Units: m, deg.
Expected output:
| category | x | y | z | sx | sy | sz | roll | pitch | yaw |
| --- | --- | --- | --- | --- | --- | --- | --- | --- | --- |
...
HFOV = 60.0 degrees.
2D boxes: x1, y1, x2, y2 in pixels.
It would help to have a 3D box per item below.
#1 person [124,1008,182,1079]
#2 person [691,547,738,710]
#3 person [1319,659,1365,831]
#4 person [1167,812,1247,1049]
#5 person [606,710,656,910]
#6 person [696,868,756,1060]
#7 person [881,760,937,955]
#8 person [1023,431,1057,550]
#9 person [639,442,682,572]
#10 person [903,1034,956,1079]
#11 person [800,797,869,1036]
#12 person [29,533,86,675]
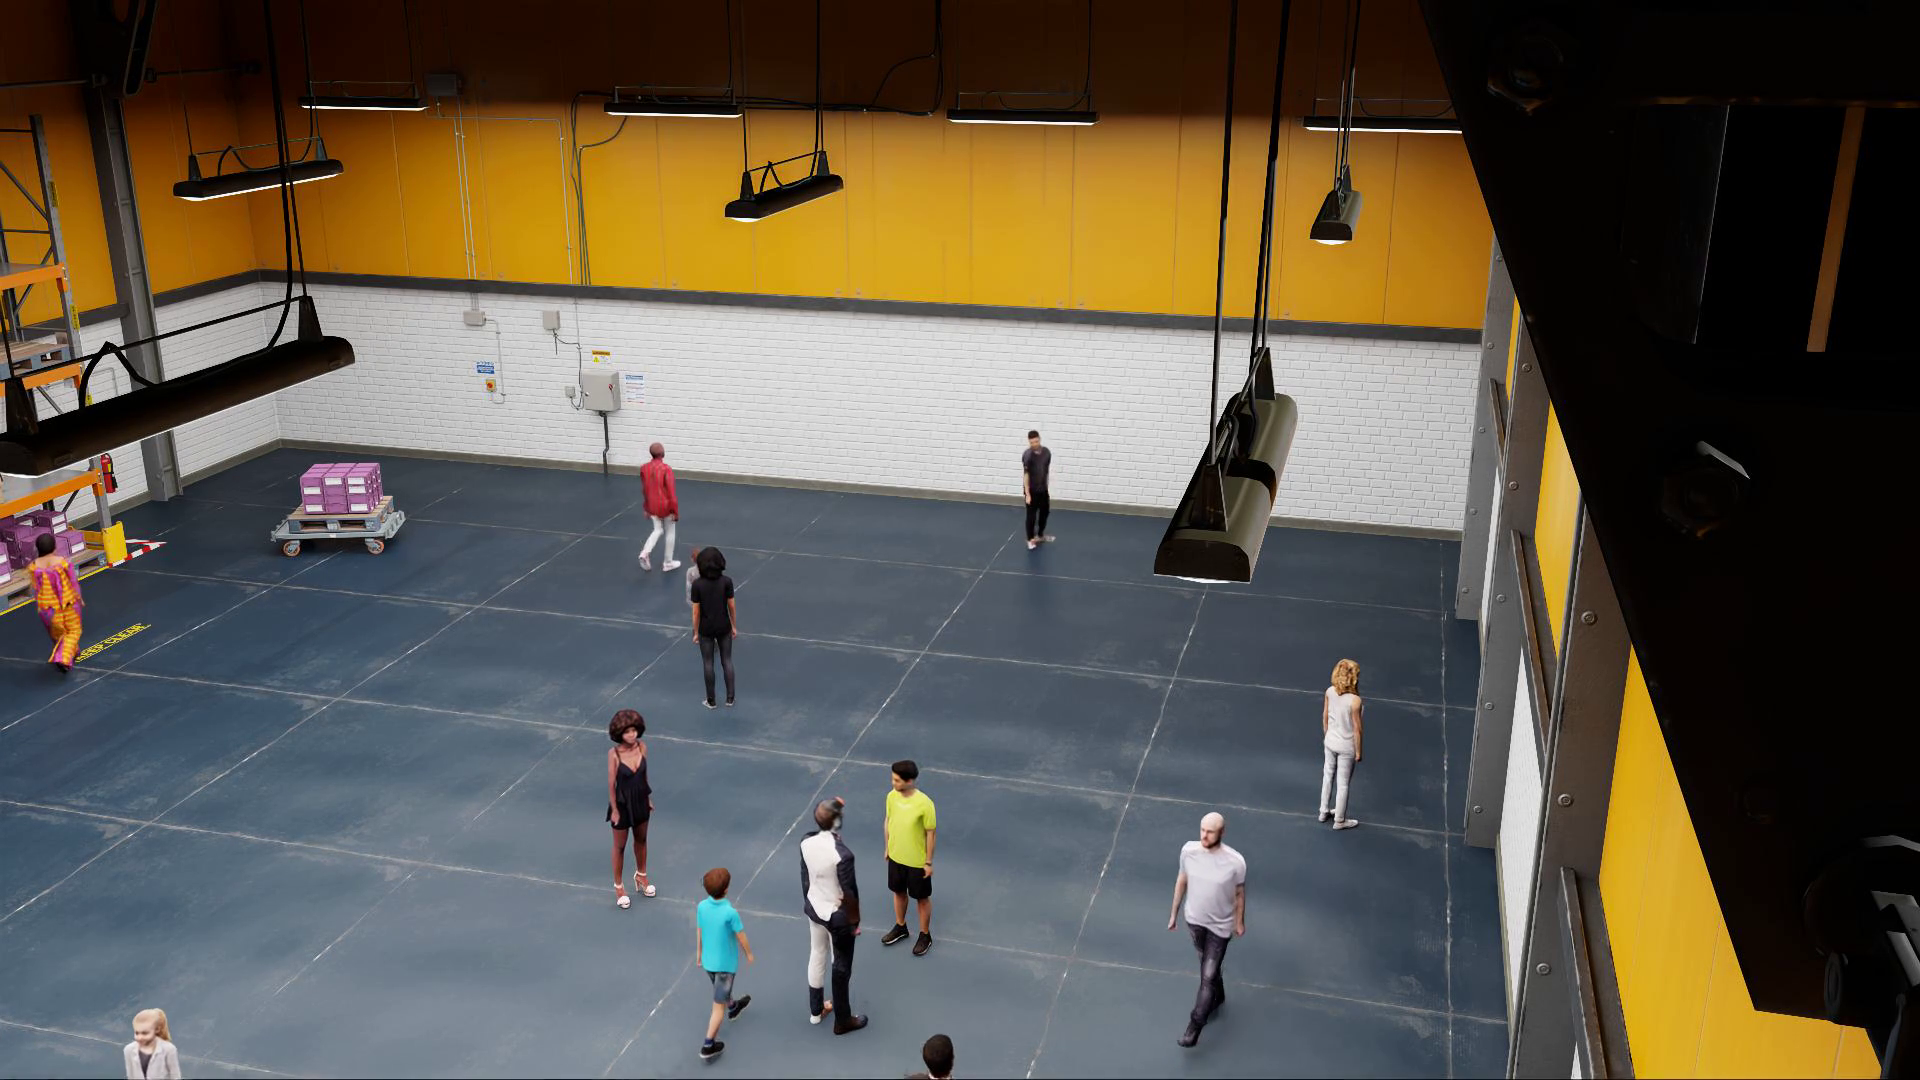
| category | x | y | z | sx | sy | sz | roll | pitch | yaw |
| --- | --- | --- | --- | --- | --- | --- | --- | --- | --- |
| person | -5.307 | 3.650 | 11.040 | 0.617 | 1.265 | 0.686 | -1 | 19 | -3 |
| person | -2.684 | 0.949 | 18.169 | 0.708 | 1.835 | 0.708 | -6 | 19 | -17 |
| person | 3.571 | 1.897 | 15.612 | 0.733 | 1.670 | 0.690 | -13 | 22 | -33 |
| person | 1.942 | 2.856 | 12.580 | 0.977 | 1.788 | 1.254 | 14 | 23 | 35 |
| person | -2.832 | 2.284 | 14.278 | 0.633 | 1.788 | 0.719 | -16 | 24 | -39 |
| person | -1.818 | 3.145 | 12.314 | 0.695 | 1.410 | 1.028 | 10 | 21 | 28 |
| person | -0.411 | 2.555 | 13.602 | 0.680 | 1.706 | 0.639 | 12 | 22 | 32 |
| person | 1.064 | -0.711 | 23.266 | 0.936 | 1.727 | 0.835 | 15 | 24 | 37 |
| person | -4.045 | -0.416 | 22.263 | 0.817 | 1.808 | 1.017 | 10 | 21 | 28 |
| person | -0.171 | 3.772 | 9.858 | 0.753 | 1.789 | 0.741 | 9 | 20 | 24 |
| person | -0.977 | 2.814 | 12.544 | 0.772 | 1.891 | 0.744 | 15 | 23 | 37 |
| person | -10.361 | 0.736 | 19.089 | 0.837 | 1.651 | 1.115 | -1 | 19 | -3 |
